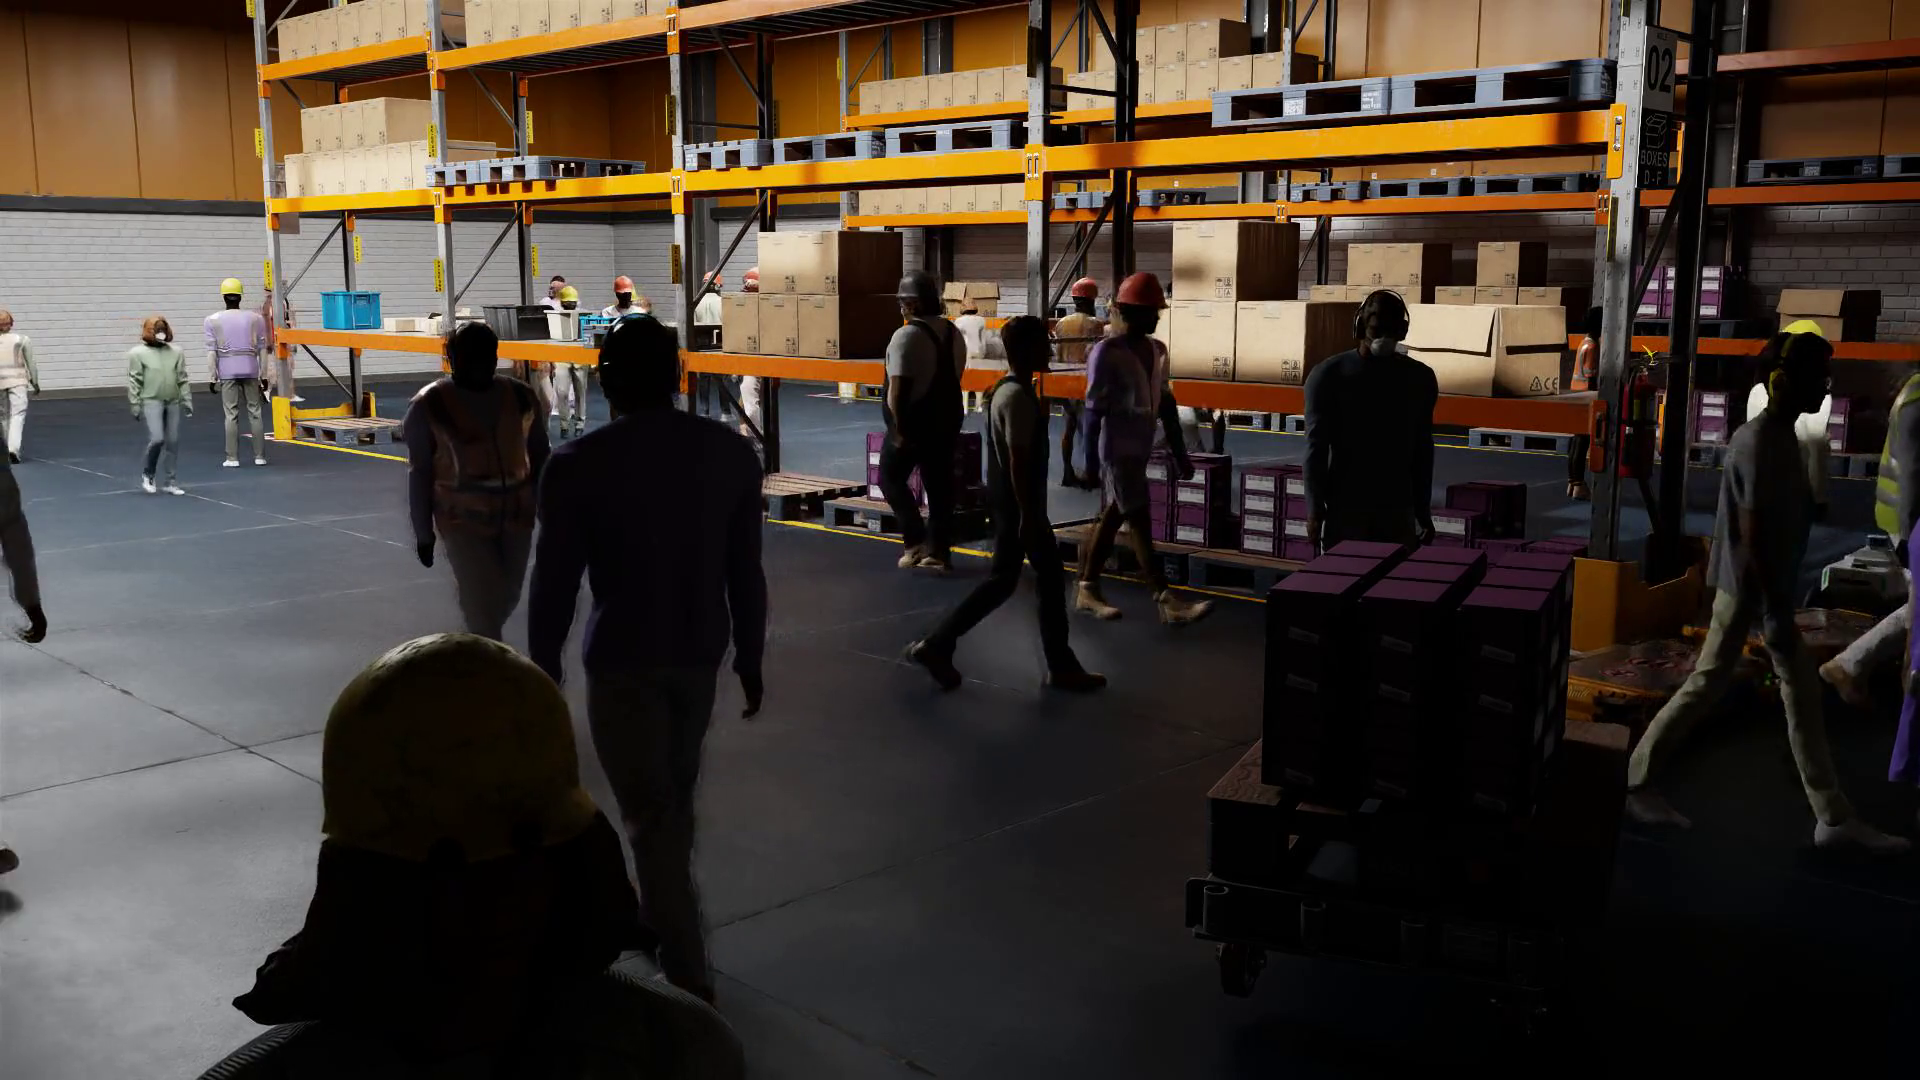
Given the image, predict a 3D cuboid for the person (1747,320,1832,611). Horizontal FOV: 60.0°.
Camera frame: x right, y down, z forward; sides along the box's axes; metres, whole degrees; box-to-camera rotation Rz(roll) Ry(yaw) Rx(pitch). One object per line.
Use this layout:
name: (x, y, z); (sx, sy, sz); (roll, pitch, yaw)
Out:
person: (4.345, -0.270, 8.745); (0.348, 1.761, 0.530); (-3, 10, -18)

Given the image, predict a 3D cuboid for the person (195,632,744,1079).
person: (-0.391, 0.934, 1.392); (0.488, 1.746, 0.287); (-5, 10, -28)

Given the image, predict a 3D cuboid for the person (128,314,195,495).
person: (-7.092, -1.194, 14.821); (0.338, 1.624, 0.505); (6, 11, 34)

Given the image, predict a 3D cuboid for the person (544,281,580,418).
person: (-5.438, -2.584, 22.623); (0.970, 1.867, 0.653); (8, 12, 39)

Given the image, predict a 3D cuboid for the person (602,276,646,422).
person: (-3.854, -2.068, 19.207); (0.552, 1.936, 0.359); (-5, 11, -29)

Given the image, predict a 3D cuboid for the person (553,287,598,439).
person: (-4.627, -2.110, 19.857); (0.612, 1.801, 0.725); (-2, 10, -13)

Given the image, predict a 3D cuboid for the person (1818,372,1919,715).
person: (4.251, -0.072, 7.375); (0.517, 1.819, 0.644); (6, 11, 35)

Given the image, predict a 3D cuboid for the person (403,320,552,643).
person: (-2.171, -0.091, 7.512); (0.634, 1.812, 0.916); (-8, 12, -40)

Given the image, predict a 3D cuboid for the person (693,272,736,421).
person: (-3.272, -2.565, 22.110); (0.608, 1.985, 0.396); (2, 9, 9)

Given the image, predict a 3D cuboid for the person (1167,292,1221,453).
person: (1.909, -1.168, 13.931); (0.616, 1.880, 1.108); (-7, 12, -37)

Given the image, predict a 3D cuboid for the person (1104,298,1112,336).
person: (1.584, -1.689, 17.482); (0.533, 1.731, 0.761); (-3, 10, -17)

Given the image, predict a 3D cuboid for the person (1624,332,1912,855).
person: (2.791, 0.181, 5.822); (0.974, 1.819, 0.507); (7, 12, 38)

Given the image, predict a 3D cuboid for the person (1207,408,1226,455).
person: (2.569, -1.698, 16.964); (0.366, 1.931, 0.542); (3, 10, 16)

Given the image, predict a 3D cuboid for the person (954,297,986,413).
person: (0.135, -2.589, 23.361); (0.499, 1.628, 0.277); (-4, 10, -23)

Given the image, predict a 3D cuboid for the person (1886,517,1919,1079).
person: (2.153, 0.551, 3.425); (0.389, 1.848, 0.567); (-2, 9, -10)

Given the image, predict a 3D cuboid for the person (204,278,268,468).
person: (-7.361, -1.696, 16.955); (0.587, 1.928, 0.363); (-6, 11, -34)

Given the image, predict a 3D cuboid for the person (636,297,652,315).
person: (-4.564, -2.752, 24.410); (0.517, 1.595, 0.784); (8, 12, 39)

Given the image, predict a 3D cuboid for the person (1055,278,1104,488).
person: (1.139, -1.446, 15.388); (0.543, 1.939, 0.360); (8, 12, 41)

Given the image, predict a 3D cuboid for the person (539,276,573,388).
person: (-5.970, -2.968, 24.782); (0.591, 1.920, 0.393); (3, 10, 16)

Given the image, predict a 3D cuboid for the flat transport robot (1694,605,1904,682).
flat transport robot: (4.305, 0.528, 8.384); (1.431, 0.197, 0.652); (-5, 10, -26)

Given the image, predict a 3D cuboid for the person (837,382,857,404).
person: (-1.724, -2.980, 25.002); (0.587, 1.888, 0.399); (-5, 10, -27)

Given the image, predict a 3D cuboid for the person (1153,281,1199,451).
person: (1.963, -1.462, 15.499); (0.606, 1.930, 0.731); (-7, 11, -36)

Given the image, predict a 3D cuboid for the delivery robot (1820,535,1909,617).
delivery robot: (5.028, 0.215, 9.150); (0.707, 0.478, 0.477); (-9, 13, -44)

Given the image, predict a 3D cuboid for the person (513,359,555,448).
person: (-4.768, -1.821, 18.660); (0.535, 1.616, 0.534); (-6, 11, -32)

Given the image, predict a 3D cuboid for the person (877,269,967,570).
person: (-0.268, -0.795, 11.087); (0.537, 2.000, 0.693); (9, 13, 44)

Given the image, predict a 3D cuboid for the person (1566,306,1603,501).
person: (5.510, -1.195, 14.587); (0.322, 1.697, 0.533); (2, 10, 14)

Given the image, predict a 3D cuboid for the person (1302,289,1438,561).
person: (1.813, -0.133, 7.363); (0.627, 1.934, 0.371); (-2, 9, -12)

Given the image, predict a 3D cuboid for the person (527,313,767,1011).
person: (-0.871, 0.337, 4.592); (0.651, 1.905, 0.846); (-7, 11, -36)

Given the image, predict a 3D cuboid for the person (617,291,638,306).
person: (-4.273, -2.420, 21.847); (0.634, 1.790, 0.618); (-8, 12, -41)

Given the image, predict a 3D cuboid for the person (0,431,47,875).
person: (-3.453, 0.208, 5.613); (1.029, 1.824, 0.597); (7, 12, 37)

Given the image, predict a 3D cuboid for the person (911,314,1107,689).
person: (0.227, -0.167, 7.927); (0.897, 1.816, 0.518); (1, 9, 6)

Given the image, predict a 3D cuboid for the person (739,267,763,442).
person: (-2.400, -2.171, 19.518); (0.381, 2.044, 0.605); (4, 10, 23)

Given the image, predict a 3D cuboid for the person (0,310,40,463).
person: (-9.981, -1.613, 17.441); (0.512, 1.602, 0.822); (-2, 10, -13)

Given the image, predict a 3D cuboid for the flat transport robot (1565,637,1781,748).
flat transport robot: (3.105, 0.665, 7.549); (1.431, 0.197, 0.652); (-7, 12, -38)

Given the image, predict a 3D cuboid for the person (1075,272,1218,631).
person: (1.051, -0.485, 9.319); (1.055, 1.987, 0.609); (7, 12, 38)

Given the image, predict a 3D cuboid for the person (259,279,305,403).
person: (-10.245, -2.980, 25.001); (0.653, 1.884, 0.792); (6, 11, 34)

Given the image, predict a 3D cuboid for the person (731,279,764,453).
person: (-2.280, -1.918, 18.380); (0.406, 1.911, 0.639); (7, 12, 37)
